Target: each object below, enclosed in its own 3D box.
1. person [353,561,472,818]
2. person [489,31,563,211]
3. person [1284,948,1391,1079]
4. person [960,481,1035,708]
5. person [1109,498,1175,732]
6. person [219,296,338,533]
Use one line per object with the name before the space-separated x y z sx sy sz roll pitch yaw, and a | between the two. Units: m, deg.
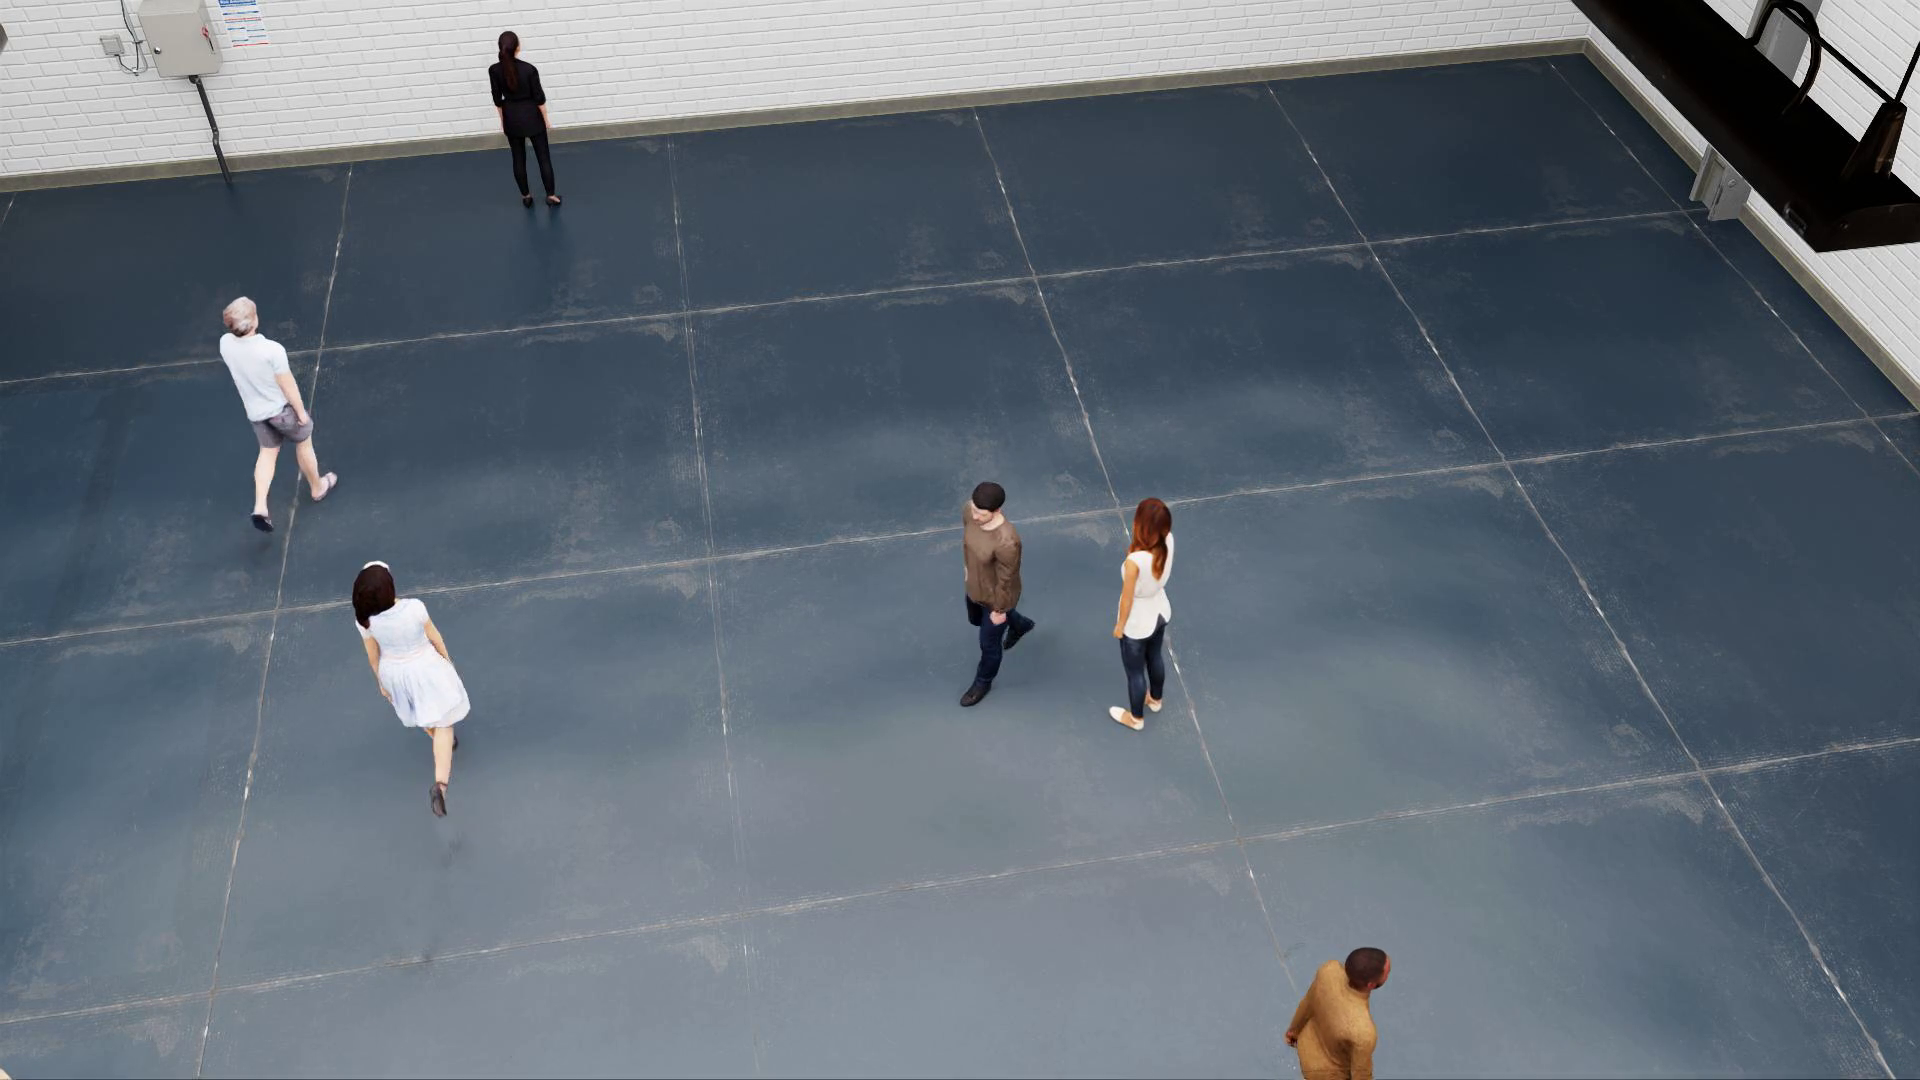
person | -3.170 0.878 9.713 0.659 1.794 1.050 -7 44 -7
person | -3.826 -3.658 14.572 0.648 1.660 0.616 2 44 2
person | 1.701 2.533 7.992 0.759 1.772 0.941 -10 45 -11
person | 0.257 0.260 10.311 0.990 1.863 1.011 -24 49 -23
person | 1.147 0.473 10.148 0.704 1.781 0.671 32 52 29
person | -4.813 -0.848 11.515 0.897 1.808 1.137 8 44 9
